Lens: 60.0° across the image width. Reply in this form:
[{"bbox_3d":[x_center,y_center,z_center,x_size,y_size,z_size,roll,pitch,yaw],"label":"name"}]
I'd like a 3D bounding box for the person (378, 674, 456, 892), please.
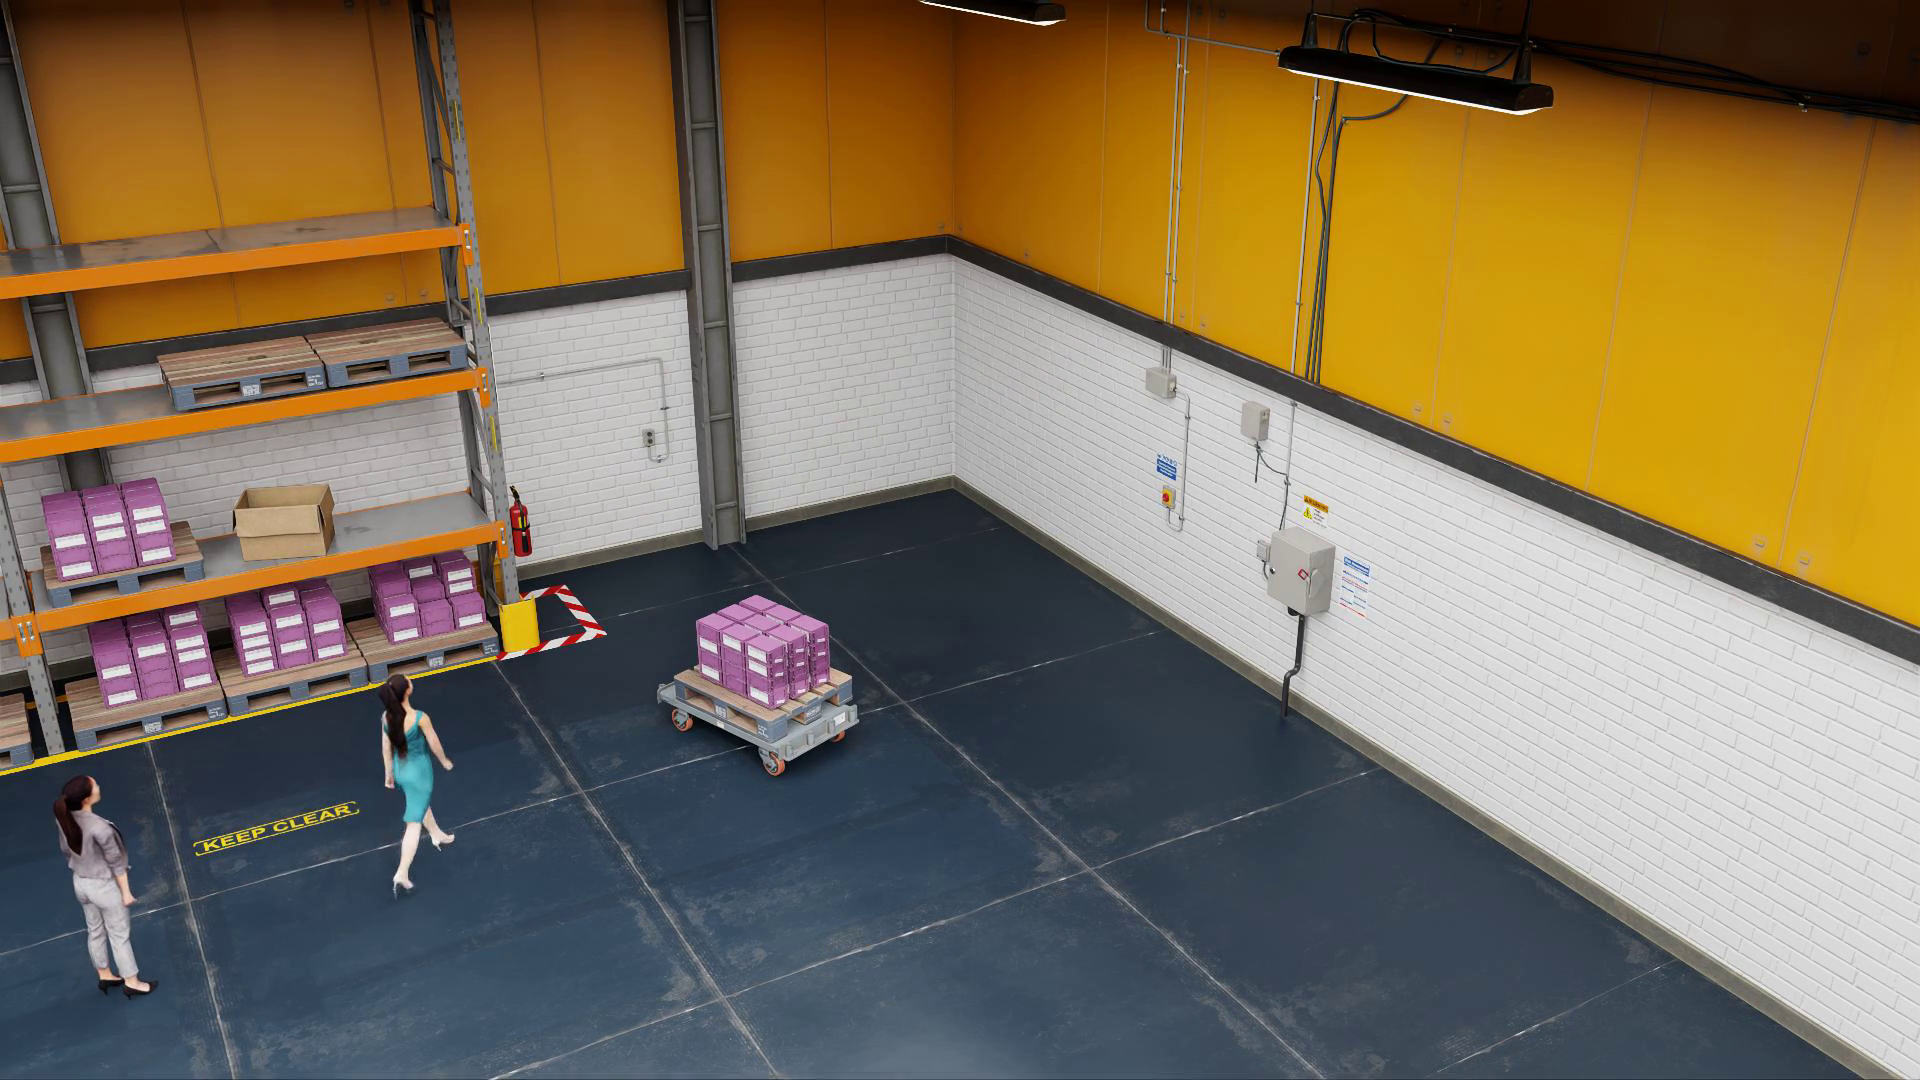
[{"bbox_3d":[-4.060,1.798,12.222,0.958,1.646,1.059,8,25,17],"label":"person"}]

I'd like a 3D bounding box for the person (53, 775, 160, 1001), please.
[{"bbox_3d":[-5.699,2.305,11.023,0.719,1.677,0.758,9,25,20],"label":"person"}]
